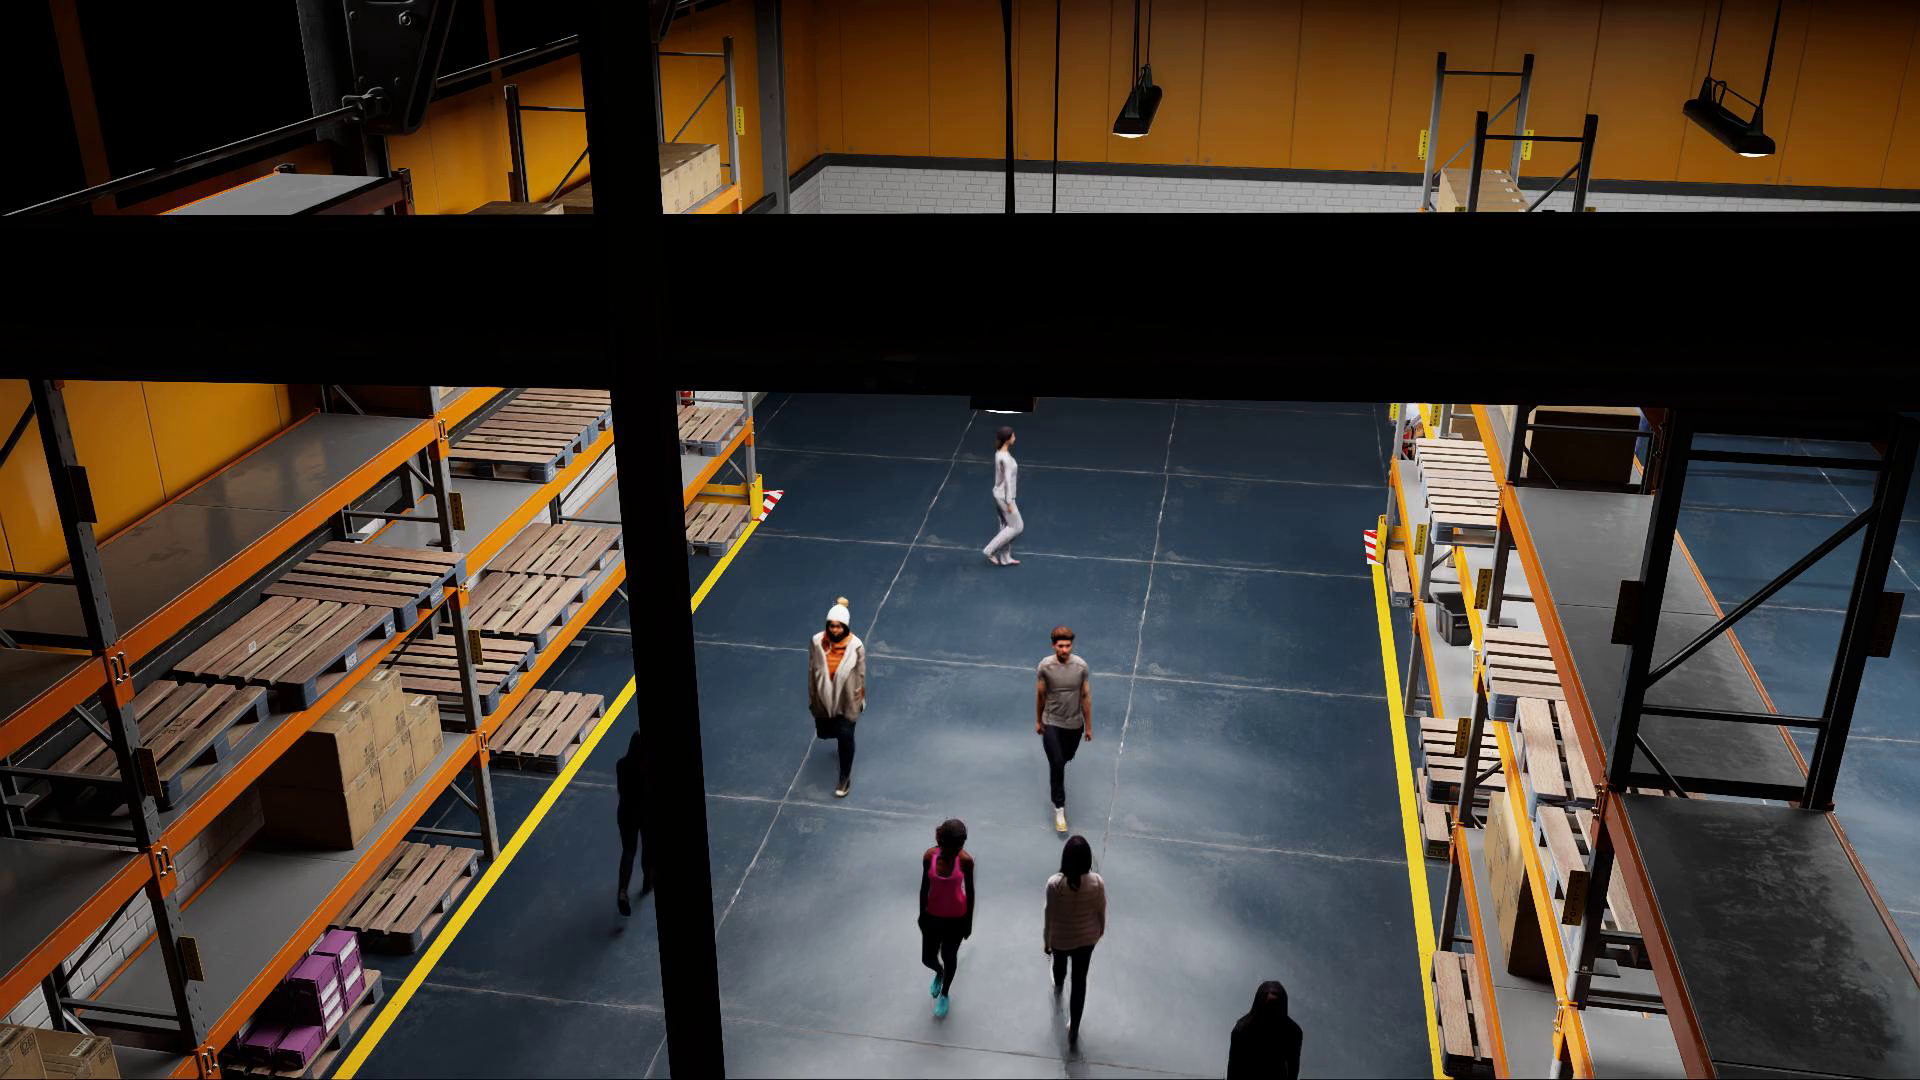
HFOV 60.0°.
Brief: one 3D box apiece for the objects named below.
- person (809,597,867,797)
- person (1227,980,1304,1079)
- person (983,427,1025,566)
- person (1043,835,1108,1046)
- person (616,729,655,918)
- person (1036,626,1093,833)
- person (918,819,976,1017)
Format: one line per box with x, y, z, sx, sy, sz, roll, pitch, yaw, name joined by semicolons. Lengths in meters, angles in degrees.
-1.125;1.388;15.430;0.685;1.867;1.023;4;24;9;person
1.918;3.521;10.750;0.705;1.707;0.755;-1;24;-1;person
0.470;-0.494;19.864;0.787;1.764;0.738;-3;24;-7;person
0.841;2.954;12.189;0.799;1.593;1.115;-1;24;-3;person
-2.672;2.316;13.625;0.585;1.611;0.965;4;24;9;person
0.918;1.598;14.956;0.857;1.861;1.277;-2;24;-4;person
-0.075;2.771;12.473;0.588;1.701;0.637;6;24;13;person
